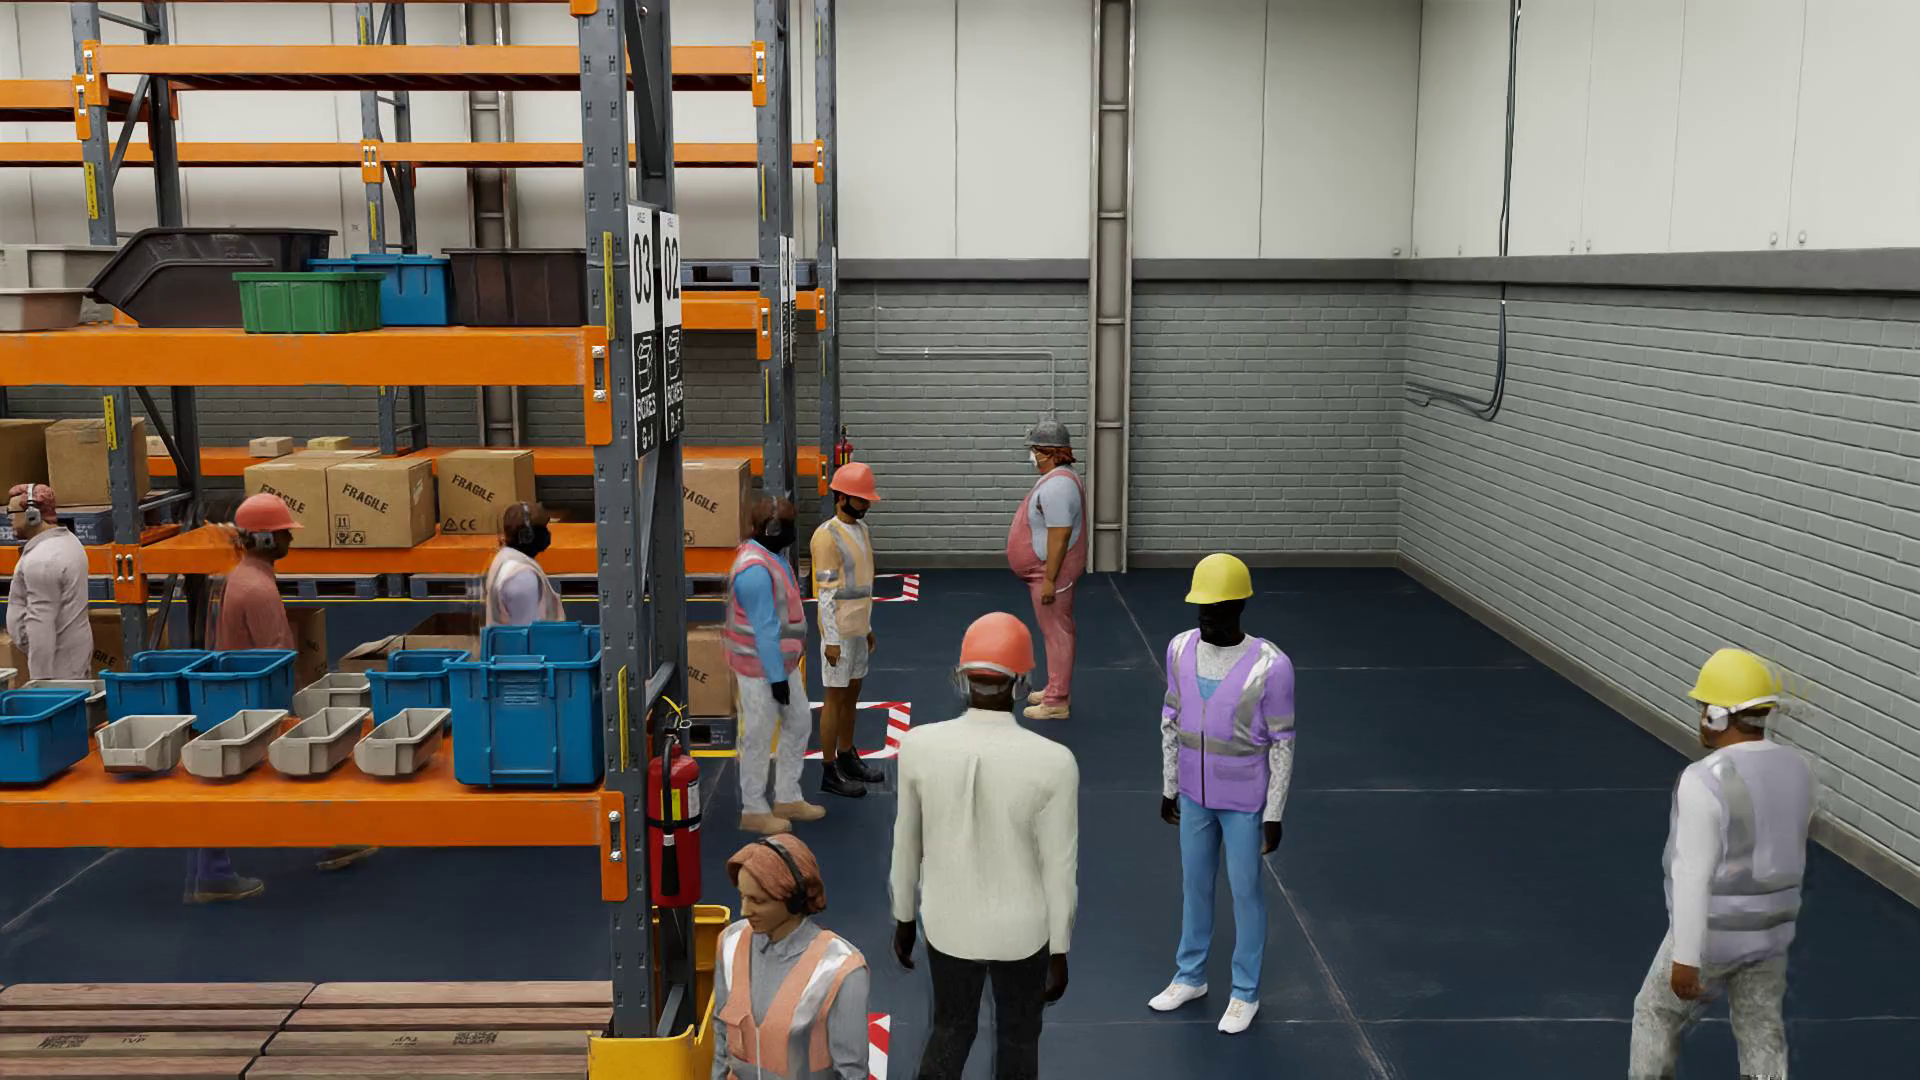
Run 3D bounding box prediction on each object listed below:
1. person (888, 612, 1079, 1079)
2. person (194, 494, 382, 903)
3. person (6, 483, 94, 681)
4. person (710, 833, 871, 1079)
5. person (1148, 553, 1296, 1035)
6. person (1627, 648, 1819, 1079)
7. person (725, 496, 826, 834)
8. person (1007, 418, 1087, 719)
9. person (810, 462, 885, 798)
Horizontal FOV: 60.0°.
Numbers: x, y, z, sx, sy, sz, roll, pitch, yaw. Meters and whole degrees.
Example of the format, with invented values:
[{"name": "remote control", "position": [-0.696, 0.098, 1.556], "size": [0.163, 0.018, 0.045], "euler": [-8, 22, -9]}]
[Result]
[{"name": "person", "position": [0.056, 1.215, 5.183], "size": [0.632, 1.969, 0.656], "euler": [3, 10, 19]}, {"name": "person", "position": [-3.296, 0.750, 8.075], "size": [0.984, 1.948, 0.613], "euler": [-4, 10, -24]}, {"name": "person", "position": [-4.909, 0.635, 8.985], "size": [0.394, 1.899, 0.642], "euler": [-3, 10, -16]}, {"name": "person", "position": [-0.429, 1.535, 4.269], "size": [0.528, 1.630, 0.320], "euler": [7, 12, 36]}, {"name": "person", "position": [1.042, 1.000, 6.637], "size": [0.589, 1.928, 0.386], "euler": [8, 12, 42]}, {"name": "person", "position": [2.465, 1.241, 5.534], "size": [0.632, 1.799, 0.778], "euler": [-5, 10, -26]}, {"name": "person", "position": [-0.987, 0.681, 8.924], "size": [0.534, 1.826, 0.682], "euler": [1, 9, 8]}, {"name": "person", "position": [0.584, 0.186, 11.282], "size": [0.537, 2.000, 0.675], "euler": [2, 9, 10]}, {"name": "person", "position": [-0.636, 0.508, 9.650], "size": [0.366, 1.931, 0.542], "euler": [3, 10, 20]}]
